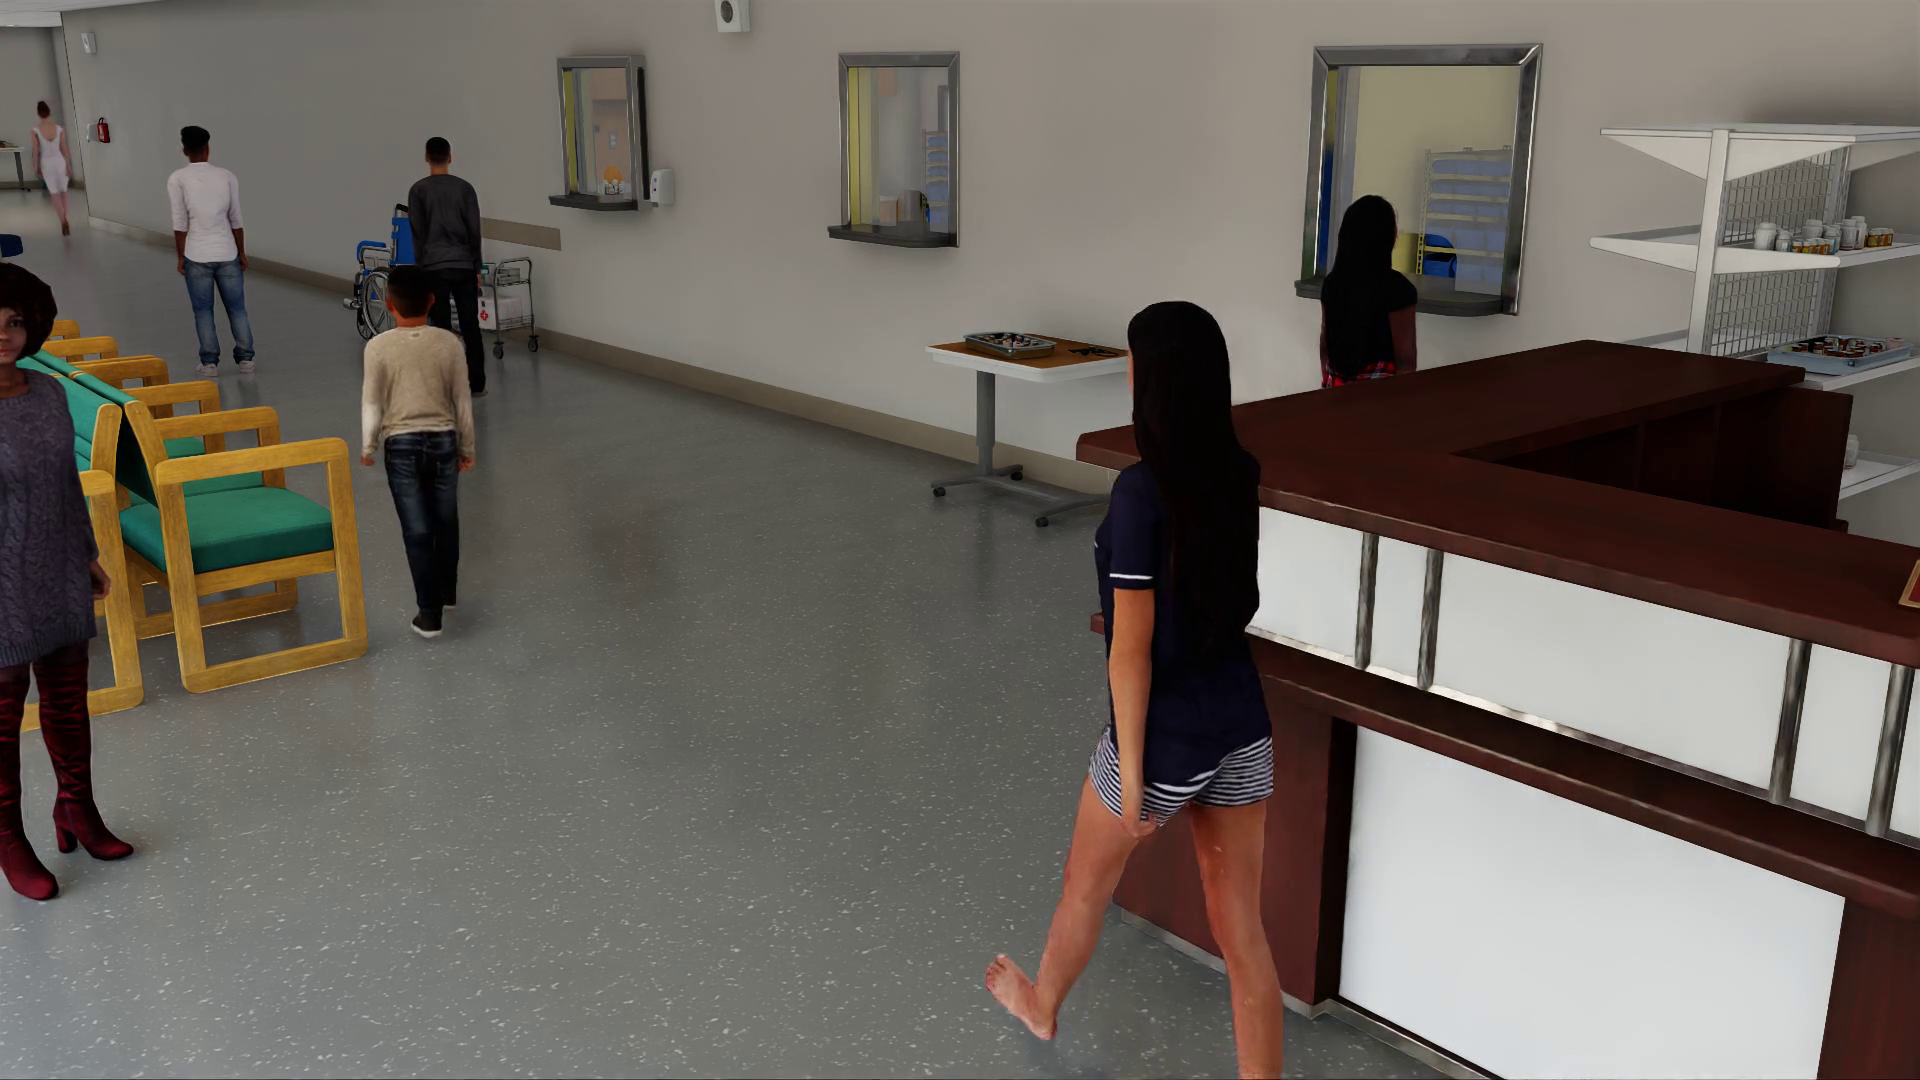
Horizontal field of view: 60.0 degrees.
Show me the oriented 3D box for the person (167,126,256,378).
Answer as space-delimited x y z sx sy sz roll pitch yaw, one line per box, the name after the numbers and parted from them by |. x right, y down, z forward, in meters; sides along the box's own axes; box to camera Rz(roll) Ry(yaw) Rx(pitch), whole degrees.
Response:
-5.519 -2.121 12.232 0.526 1.798 0.722 -10 19 -32 | person

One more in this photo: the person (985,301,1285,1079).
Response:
0.504 0.447 3.261 1.023 1.726 0.696 -10 19 -32 | person

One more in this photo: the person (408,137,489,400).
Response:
-3.466 -1.832 11.278 0.577 1.760 0.736 -7 17 -22 | person

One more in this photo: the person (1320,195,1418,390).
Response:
1.589 -0.488 6.576 0.572 1.726 0.587 -13 20 -38 | person

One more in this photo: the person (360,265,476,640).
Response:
-2.089 -0.322 6.499 0.725 1.447 0.679 -10 19 -32 | person

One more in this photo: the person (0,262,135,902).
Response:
-2.537 0.107 4.494 0.715 1.711 0.583 7 17 24 | person

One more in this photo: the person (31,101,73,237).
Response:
-12.207 -4.979 22.415 0.743 1.775 0.682 -11 19 -33 | person
